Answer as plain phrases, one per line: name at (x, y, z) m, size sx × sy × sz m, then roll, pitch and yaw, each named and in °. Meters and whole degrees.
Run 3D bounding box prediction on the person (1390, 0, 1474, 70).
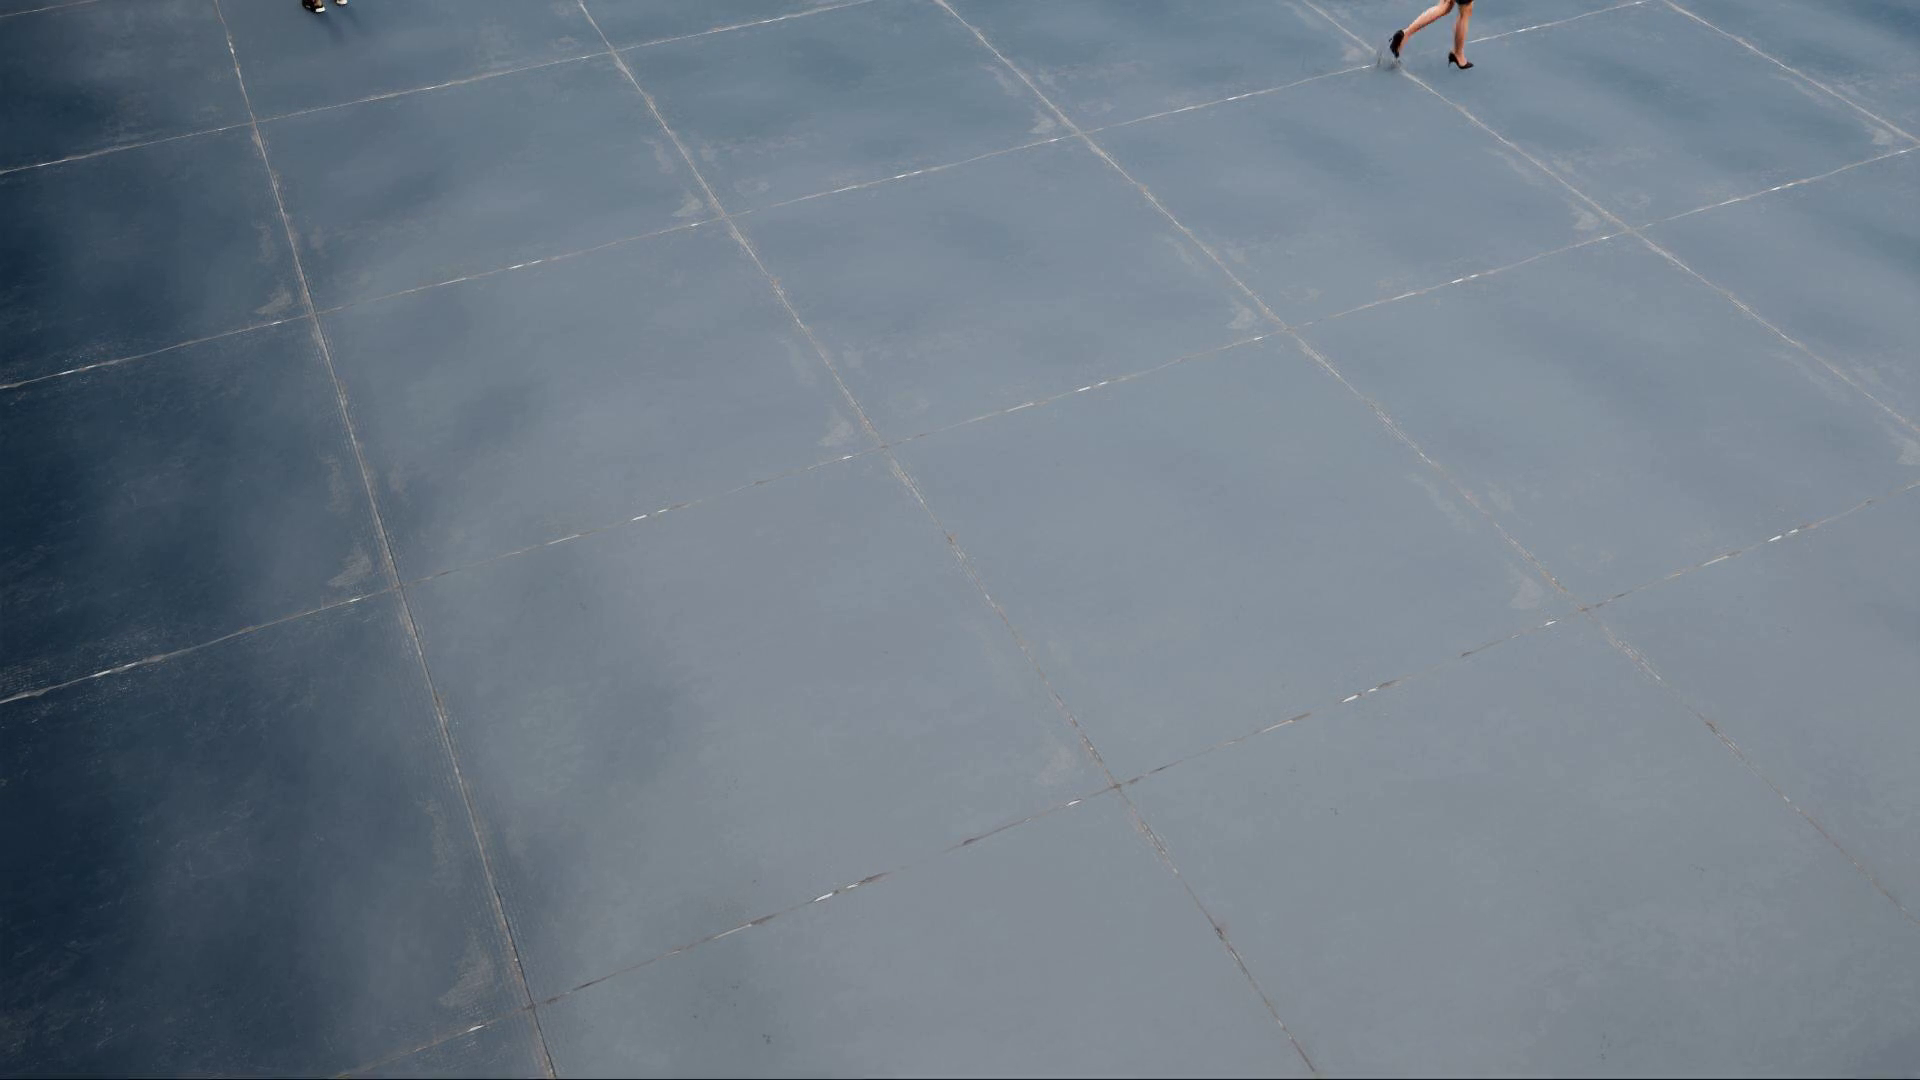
person at (3.995, -4.611, 13.626) m, size 0.877 × 1.624 × 1.003 m, roll -1°, pitch 42°, yaw -1°
